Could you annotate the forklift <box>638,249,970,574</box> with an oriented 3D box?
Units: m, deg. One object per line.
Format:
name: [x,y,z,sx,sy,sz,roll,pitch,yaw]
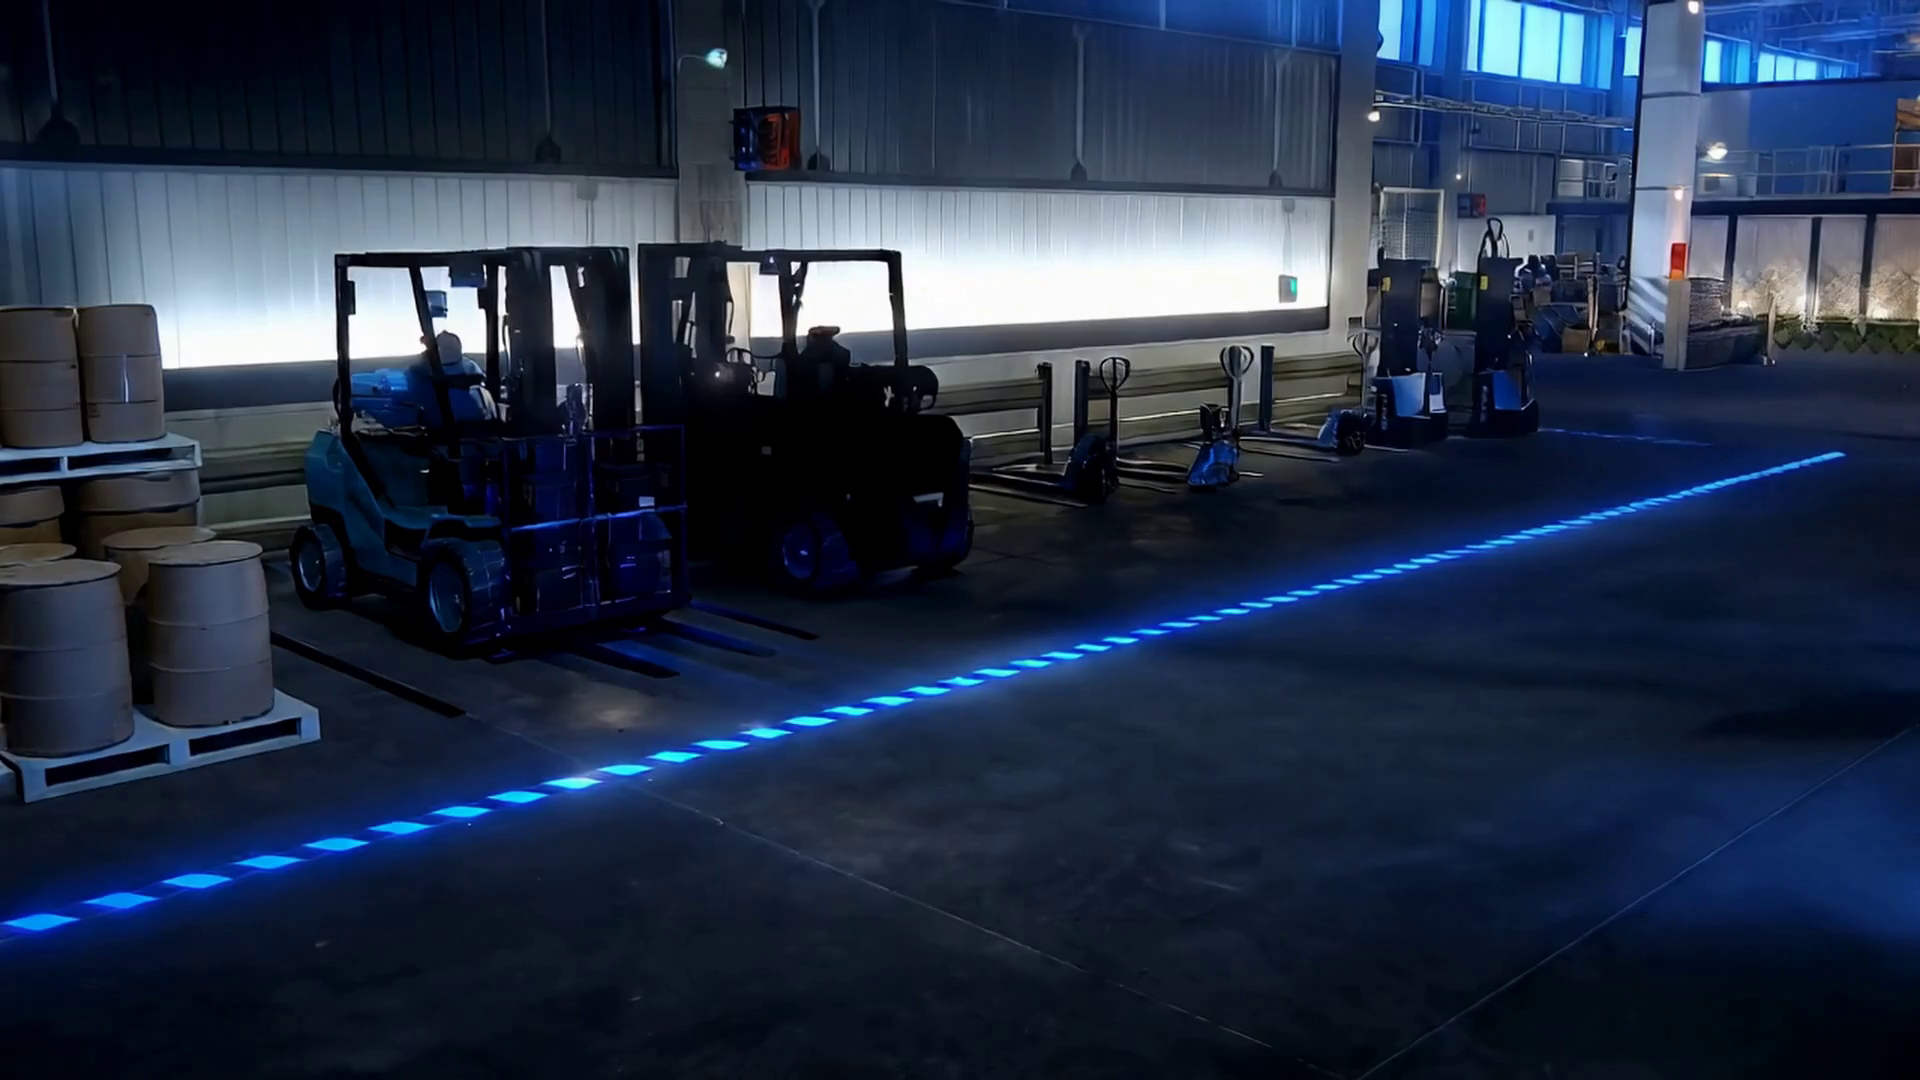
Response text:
forklift: [-1.173,-0.958,11.239,2.680,1.987,1.157,10,14,43]

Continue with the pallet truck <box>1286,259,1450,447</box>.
pallet truck: [4.493,-2.078,18.196,0.823,1.965,1.885,-9,14,-40]

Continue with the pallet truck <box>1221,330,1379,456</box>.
pallet truck: [3.563,-1.581,17.381,0.653,1.274,1.630,-10,14,-44]

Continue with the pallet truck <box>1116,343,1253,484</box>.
pallet truck: [1.962,-1.215,15.415,1.522,1.261,0.704,10,14,43]

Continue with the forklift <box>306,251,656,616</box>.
forklift: [-2.833,-0.669,9.694,1.157,1.987,2.680,-10,14,-44]

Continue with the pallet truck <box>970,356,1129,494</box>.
pallet truck: [0.784,-1.085,14.876,0.680,1.201,1.601,-10,14,-44]

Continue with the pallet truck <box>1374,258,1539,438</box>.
pallet truck: [5.704,-2.208,18.901,1.885,1.965,0.823,10,14,43]
